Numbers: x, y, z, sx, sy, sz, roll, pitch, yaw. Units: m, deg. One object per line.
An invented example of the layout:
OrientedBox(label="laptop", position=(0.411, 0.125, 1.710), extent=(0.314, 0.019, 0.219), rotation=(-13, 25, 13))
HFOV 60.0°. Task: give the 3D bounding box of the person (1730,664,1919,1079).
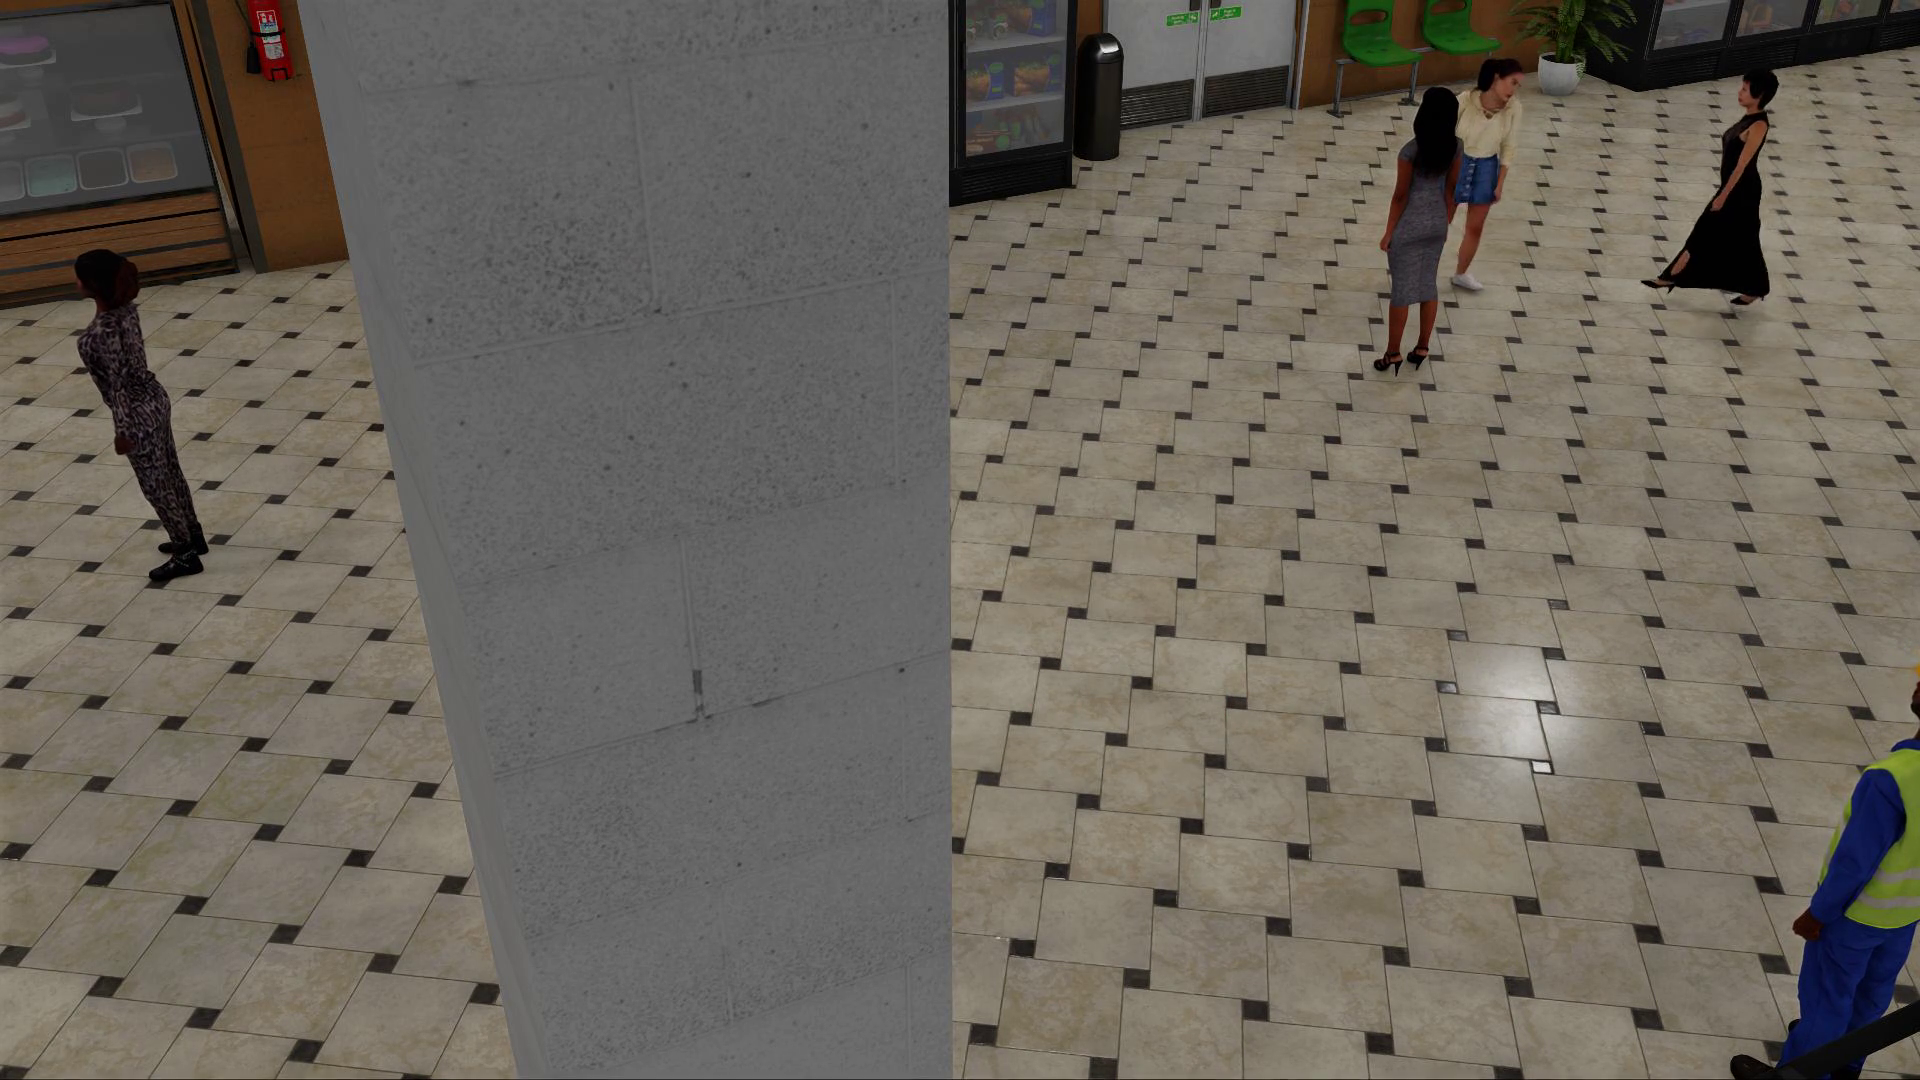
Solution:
OrientedBox(label="person", position=(2.878, 1.103, 5.226), extent=(0.653, 1.812, 0.566), rotation=(-15, 35, -22))

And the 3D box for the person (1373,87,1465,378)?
OrientedBox(label="person", position=(2.757, -1.836, 9.979), extent=(0.611, 1.781, 0.554), rotation=(-9, 33, -14))

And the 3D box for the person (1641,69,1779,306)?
OrientedBox(label="person", position=(5.145, -2.229, 10.825), extent=(1.031, 1.555, 1.051), rotation=(6, 32, 9))

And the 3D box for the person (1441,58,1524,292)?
OrientedBox(label="person", position=(3.351, -2.444, 11.121), extent=(0.811, 1.607, 0.825), rotation=(14, 34, 21))

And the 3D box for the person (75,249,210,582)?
OrientedBox(label="person", position=(-3.970, -0.601, 8.059), extent=(0.700, 1.713, 0.590), rotation=(-5, 32, -8))
